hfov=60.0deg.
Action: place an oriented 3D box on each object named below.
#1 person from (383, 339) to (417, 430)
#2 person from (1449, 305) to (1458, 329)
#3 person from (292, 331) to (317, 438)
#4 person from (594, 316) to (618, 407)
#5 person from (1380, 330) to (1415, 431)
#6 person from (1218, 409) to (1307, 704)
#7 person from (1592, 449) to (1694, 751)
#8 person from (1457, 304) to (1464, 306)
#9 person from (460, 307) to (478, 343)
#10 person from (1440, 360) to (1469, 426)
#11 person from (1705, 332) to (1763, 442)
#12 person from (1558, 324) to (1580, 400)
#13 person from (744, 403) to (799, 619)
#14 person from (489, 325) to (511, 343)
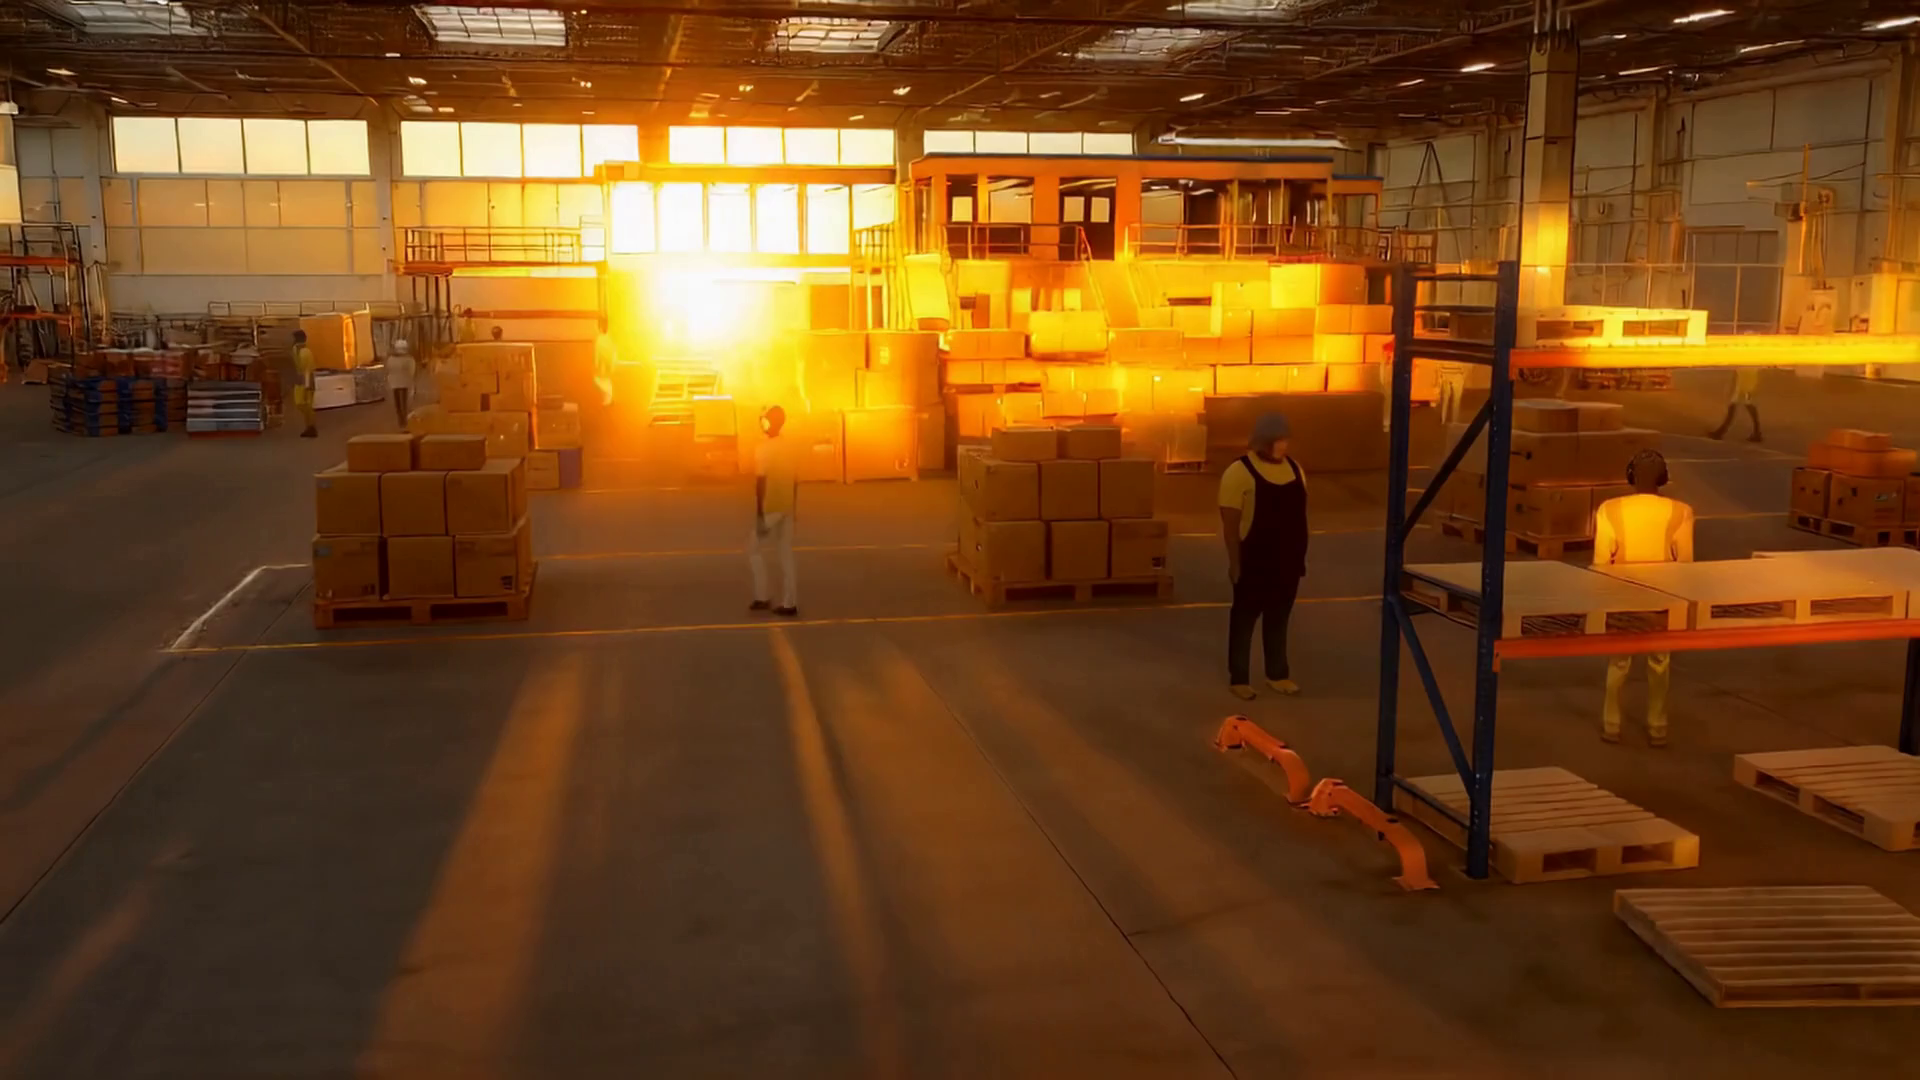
[{"bbox_3d":[-9.923,-2.674,29.420,0.528,1.740,0.784,1,9,6],"label":"person"},{"bbox_3d":[15.128,-6.226,50.670,0.583,1.867,0.415,-6,11,-31],"label":"person"},{"bbox_3d":[-11.576,-2.735,29.324,0.438,1.890,0.682,-7,12,-38],"label":"person"},{"bbox_3d":[-7.639,-3.852,35.909,0.642,1.954,0.442,6,11,31],"label":"person"},{"bbox_3d":[8.008,-2.951,30.473,0.630,1.938,0.366,2,9,10],"label":"person"},{"bbox_3d":[2.158,0.106,11.532,0.682,2.000,0.537,-5,11,-28],"label":"person"},{"bbox_3d":[4.233,0.376,10.369,0.574,1.882,0.358,3,10,19],"label":"person"},{"bbox_3d":[15.542,-6.431,51.771,0.614,1.917,0.945,6,11,35],"label":"person"},{"bbox_3d":[-14.760,-6.083,49.964,0.534,1.810,0.688,-3,10,-15],"label":"person"},{"bbox_3d":[9.350,-3.040,31.396,0.432,1.831,0.636,-5,10,-26],"label":"person"},{"bbox_3d":[13.470,-2.649,28.772,0.974,1.890,0.555,7,12,36],"label":"person"},{"bbox_3d":[13.694,-3.997,37.488,0.521,1.724,0.506,-5,10,-27],"label":"person"},{"bbox_3d":[-1.635,-0.251,14.289,0.653,1.846,0.550,9,13,43],"label":"person"},{"bbox_3d":[-8.824,-3.168,31.913,0.620,1.898,0.453,-5,10,-27],"label":"person"}]
